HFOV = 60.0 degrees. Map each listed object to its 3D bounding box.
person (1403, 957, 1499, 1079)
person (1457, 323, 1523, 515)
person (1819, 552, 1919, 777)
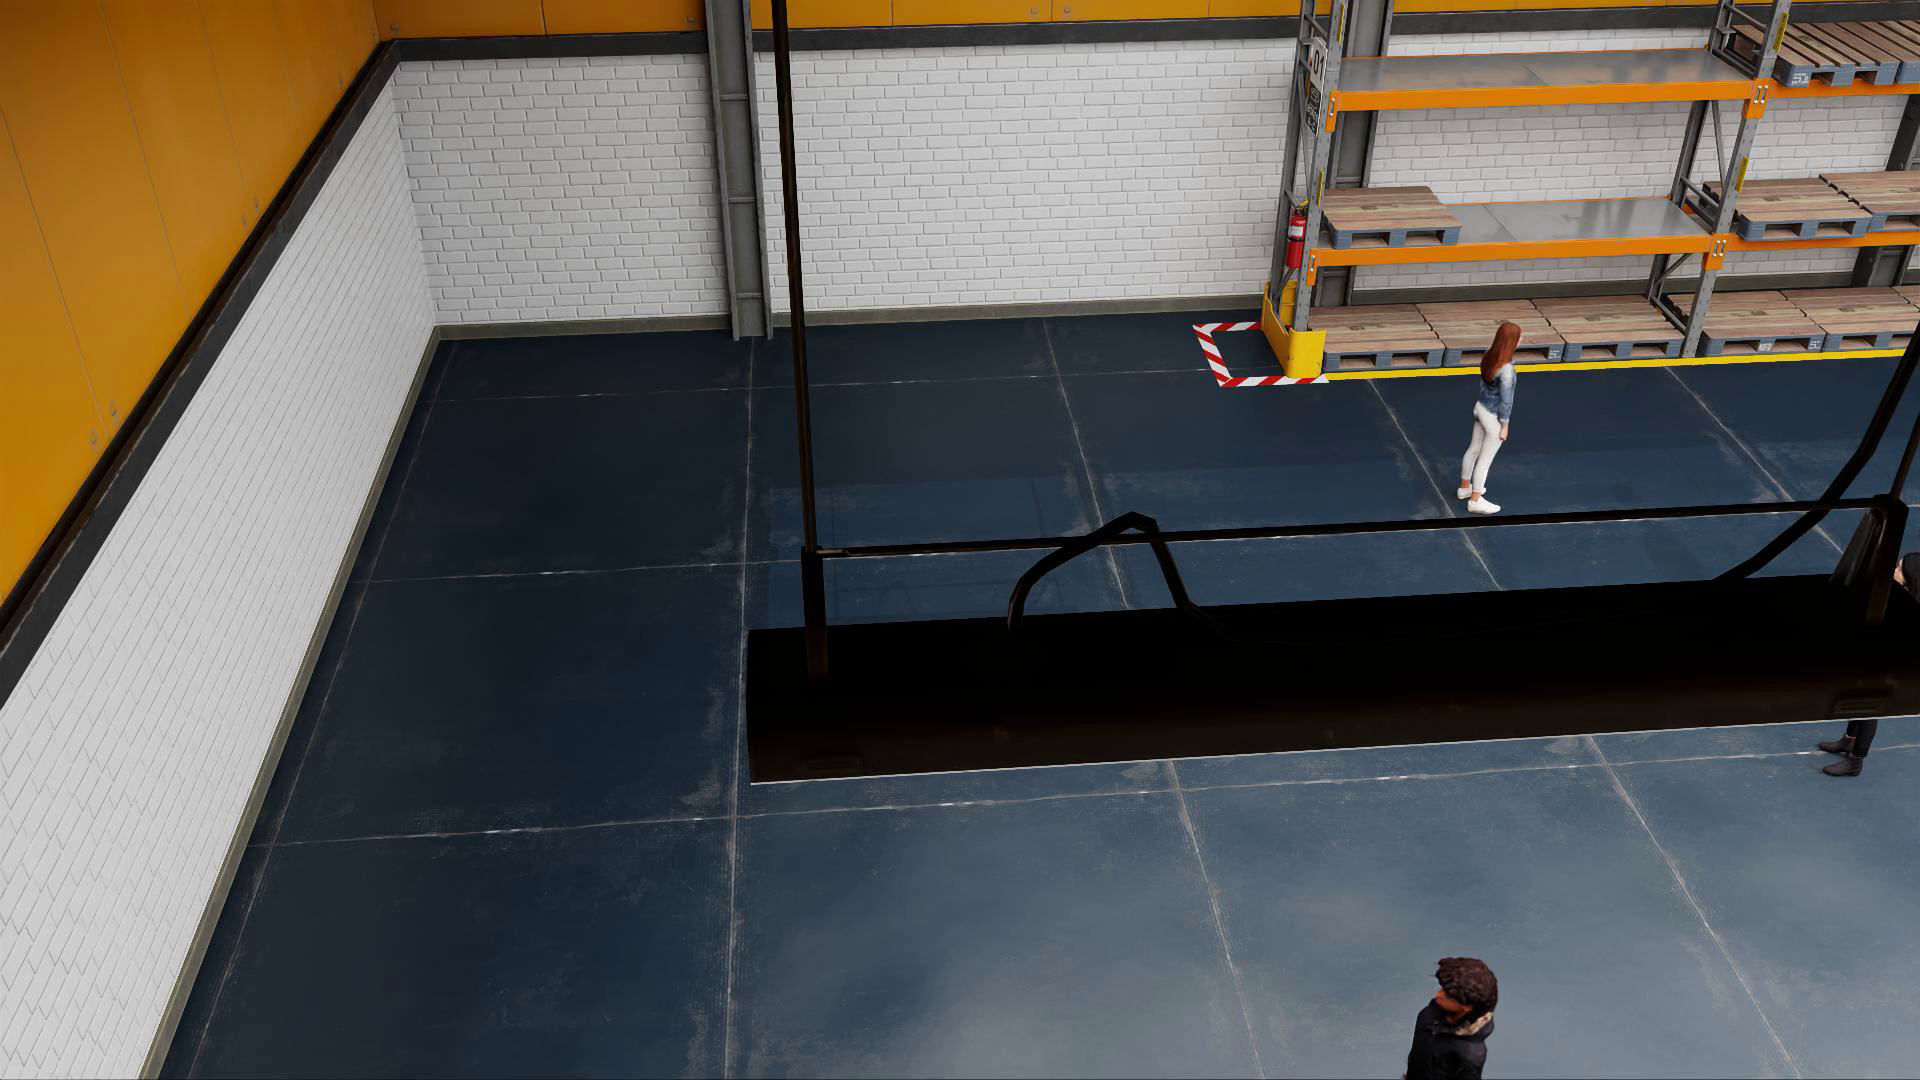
[{"bbox_3d":[2.354,2.695,8.171,0.597,1.781,0.621,-4,34,-7],"label":"person"},{"bbox_3d":[4.408,-1.032,13.850,0.520,1.702,0.621,-4,34,-7],"label":"person"},{"bbox_3d":[6.090,0.821,11.025,0.702,1.744,0.727,11,35,16],"label":"person"}]
